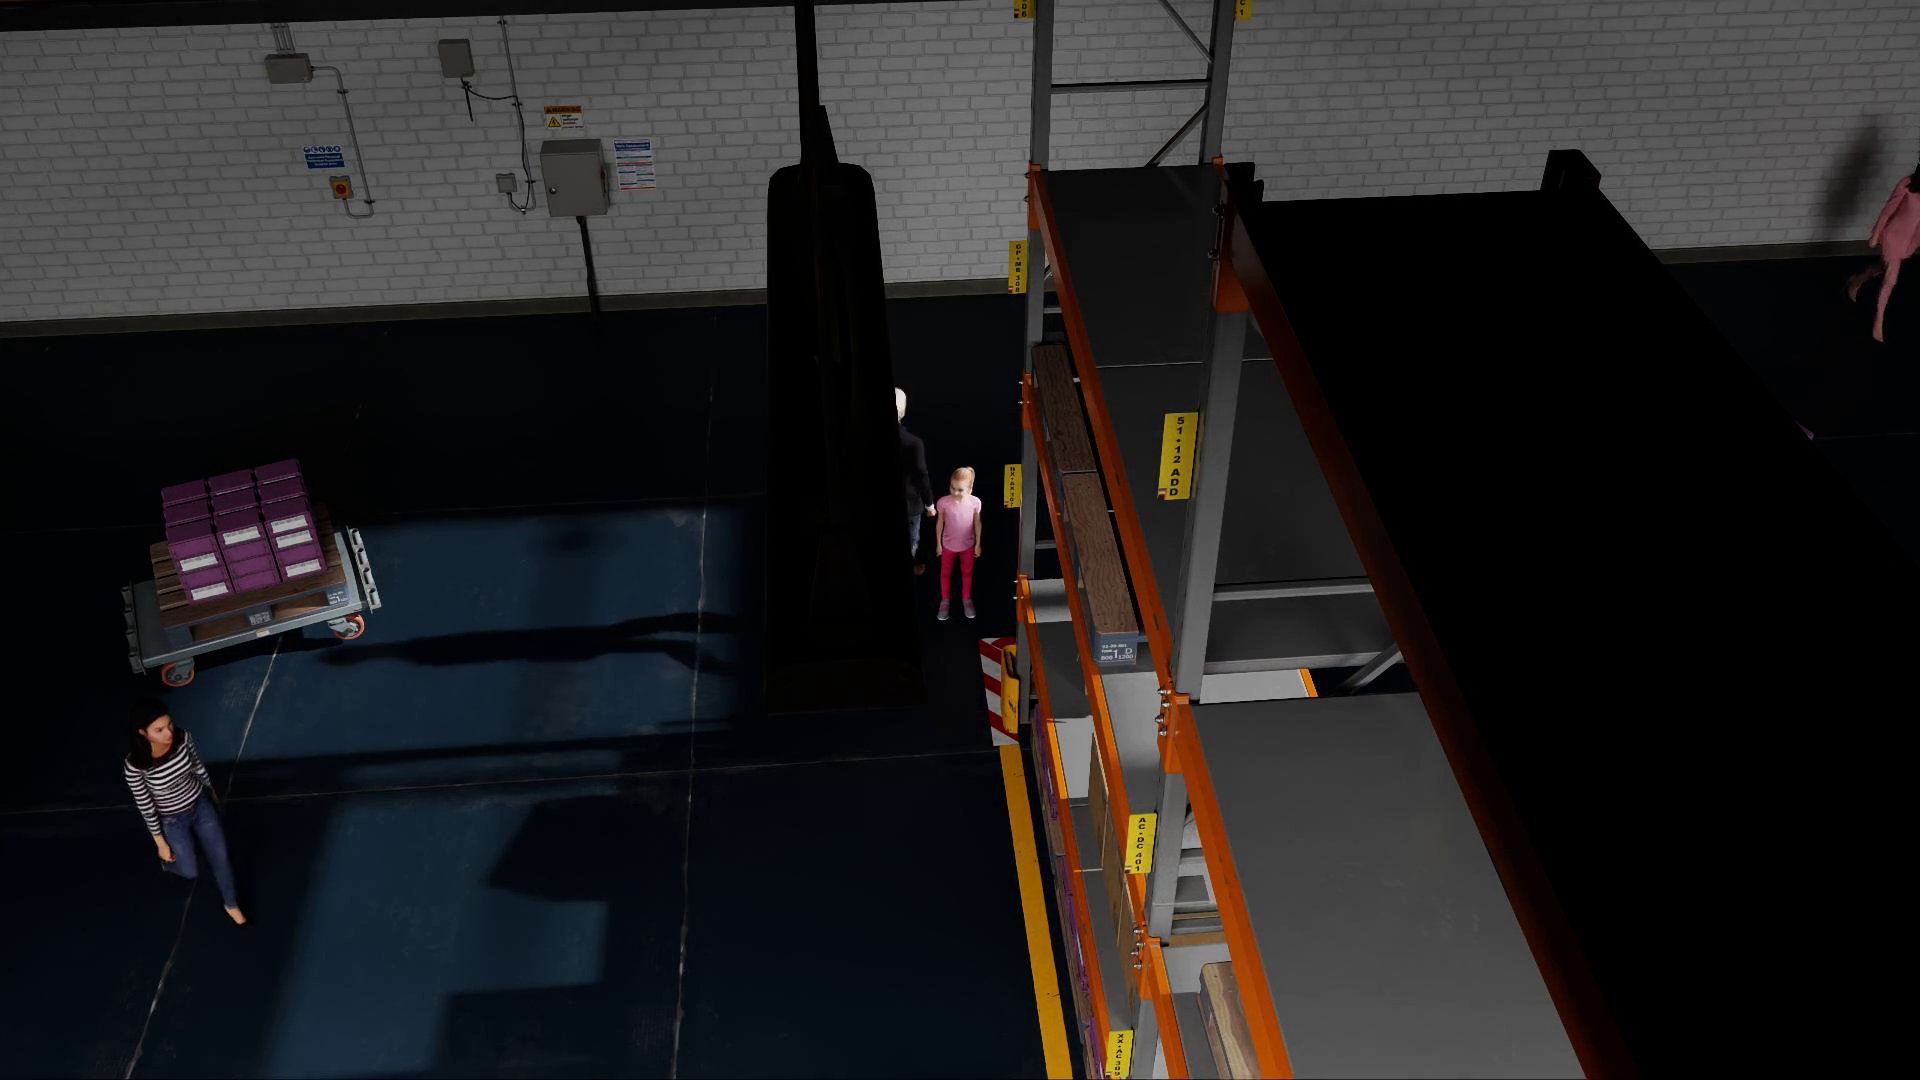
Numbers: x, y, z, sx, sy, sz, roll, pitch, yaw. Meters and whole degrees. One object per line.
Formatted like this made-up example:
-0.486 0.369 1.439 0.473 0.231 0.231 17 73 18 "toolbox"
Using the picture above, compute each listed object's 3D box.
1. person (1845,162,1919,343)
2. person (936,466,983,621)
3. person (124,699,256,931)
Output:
8.360 -2.727 14.856 0.626 1.759 1.091 -3 39 -4 "person"
-0.012 0.002 11.828 0.478 1.273 0.495 -2 39 -2 "person"
-4.465 1.569 9.462 0.960 1.777 0.944 21 43 24 "person"
